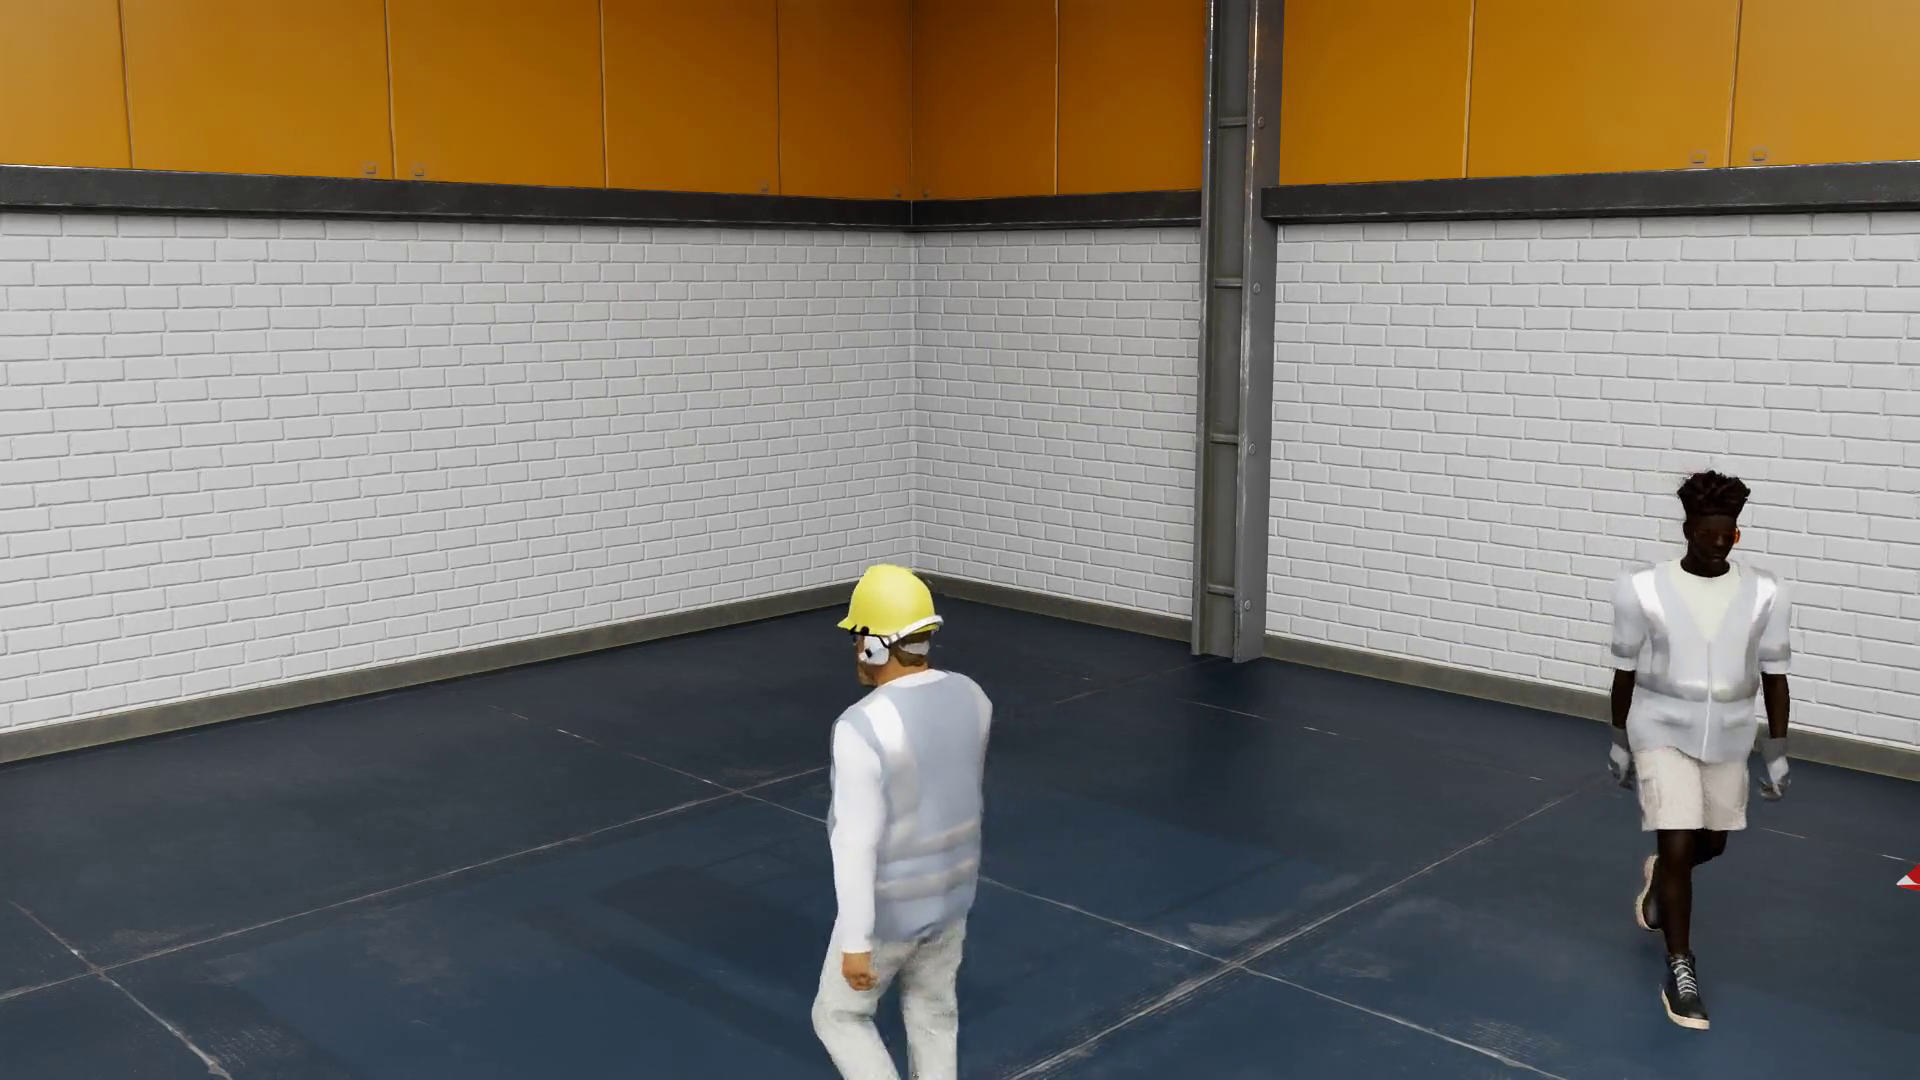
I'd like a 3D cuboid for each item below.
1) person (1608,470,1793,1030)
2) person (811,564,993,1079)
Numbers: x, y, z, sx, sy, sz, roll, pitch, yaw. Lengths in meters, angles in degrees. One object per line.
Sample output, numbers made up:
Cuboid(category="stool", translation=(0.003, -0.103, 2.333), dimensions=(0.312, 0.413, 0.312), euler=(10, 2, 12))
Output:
Cuboid(category="person", translation=(2.644, 0.680, 6.027), dimensions=(0.609, 1.930, 0.910), euler=(1, 9, 9))
Cuboid(category="person", translation=(-0.157, 0.967, 4.561), dimensions=(0.422, 1.815, 0.608), euler=(8, 12, 41))
